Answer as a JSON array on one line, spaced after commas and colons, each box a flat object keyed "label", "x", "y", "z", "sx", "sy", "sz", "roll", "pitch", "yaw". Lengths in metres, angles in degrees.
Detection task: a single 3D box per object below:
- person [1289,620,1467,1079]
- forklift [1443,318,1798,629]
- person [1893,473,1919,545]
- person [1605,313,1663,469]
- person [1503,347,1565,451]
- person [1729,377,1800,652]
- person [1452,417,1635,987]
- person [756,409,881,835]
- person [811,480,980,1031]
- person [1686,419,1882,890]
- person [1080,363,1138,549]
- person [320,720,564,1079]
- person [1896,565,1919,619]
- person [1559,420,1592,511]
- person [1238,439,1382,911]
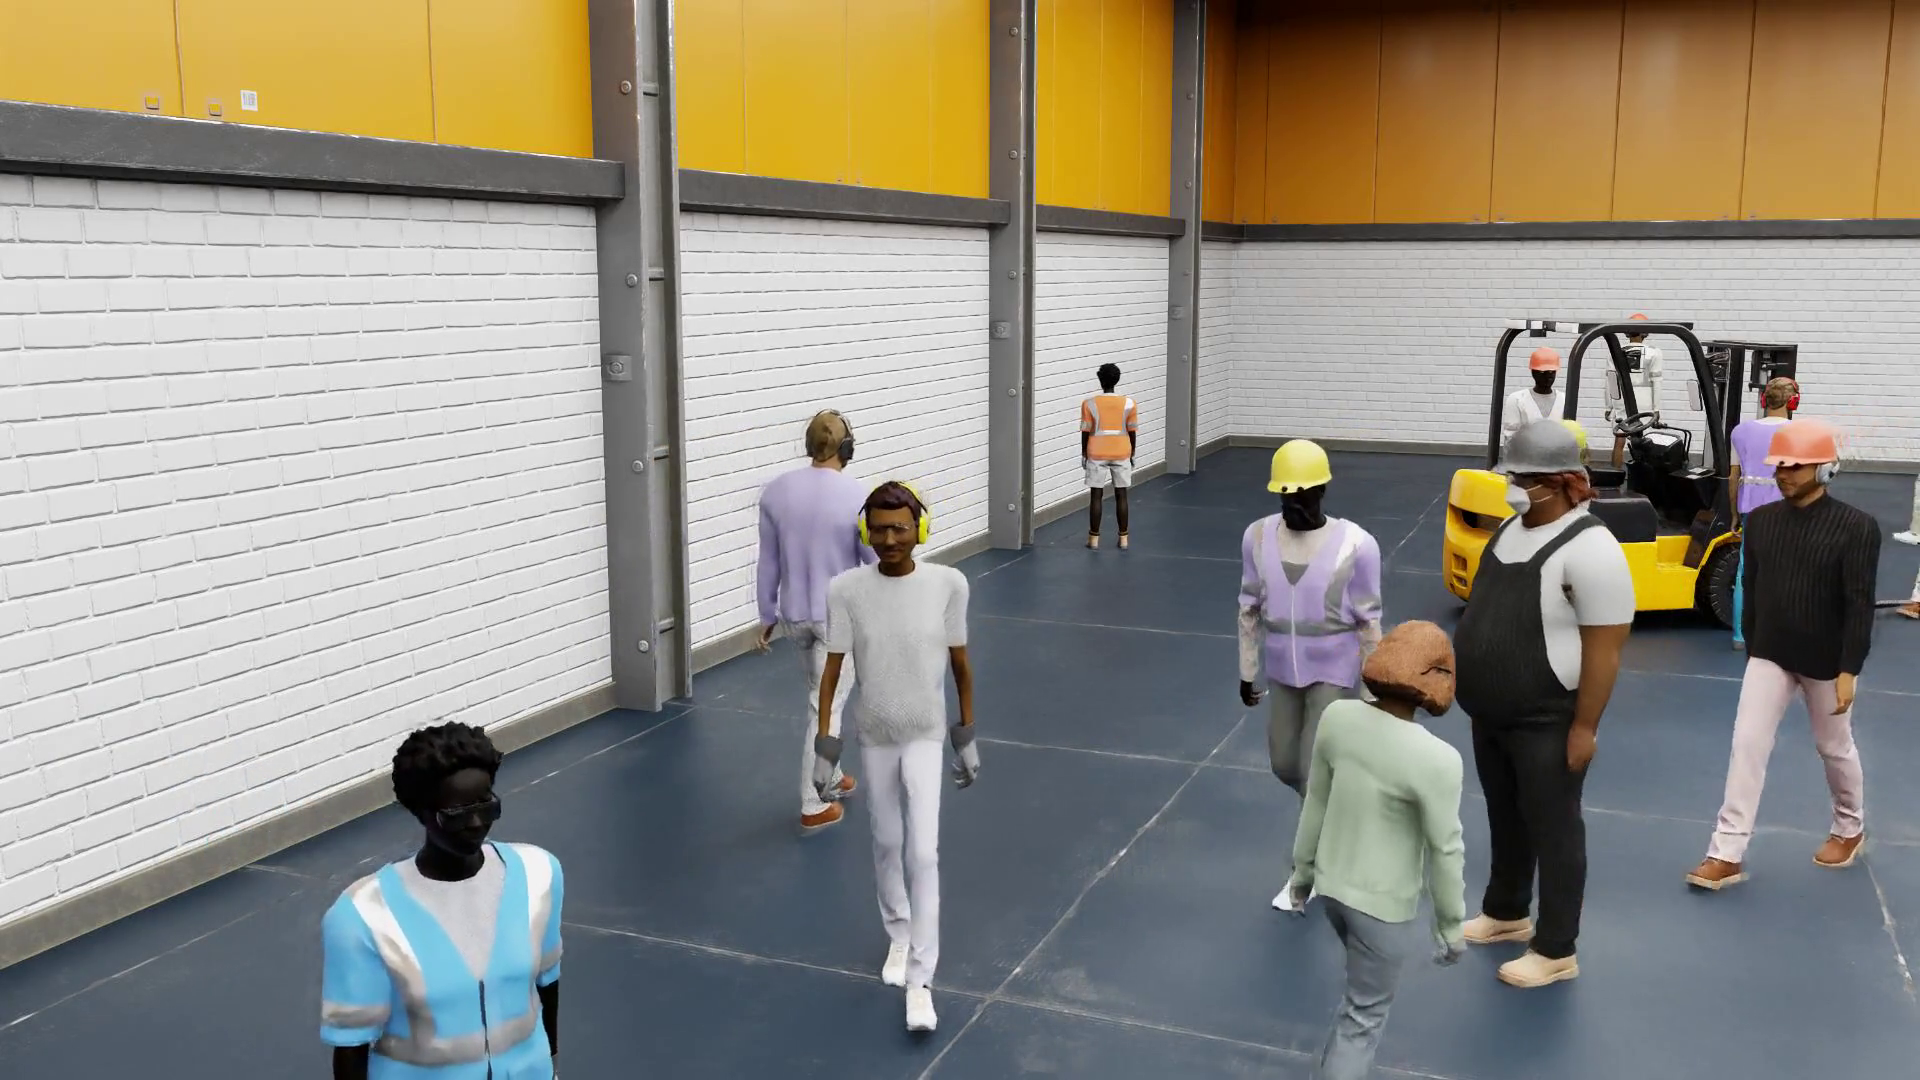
[{"label": "person", "x": 1.159, "y": 1.008, "z": 4.615, "sx": 0.456, "sy": 1.604, "sz": 0.525, "roll": -5, "pitch": 11, "yaw": -28}, {"label": "forklift", "x": 4.706, "y": -0.497, "z": 11.990, "sx": 2.313, "sy": 2.155, "sz": 1.214, "roll": -2, "pitch": 10, "yaw": -10}, {"label": "person", "x": 8.896, "y": -0.840, "z": 15.131, "sx": 0.541, "sy": 1.841, "sz": 0.771, "roll": -2, "pitch": 10, "yaw": -13}, {"label": "person", "x": 7.519, "y": -1.505, "z": 18.586, "sx": 0.605, "sy": 2.035, "sz": 0.385, "roll": 6, "pitch": 11, "yaw": 32}, {"label": "person", "x": 4.533, "y": -0.544, "z": 13.044, "sx": 0.543, "sy": 1.940, "sz": 0.361, "roll": 0, "pitch": 9, "yaw": 0}, {"label": "person", "x": 5.328, "y": -0.148, "z": 10.938, "sx": 0.389, "sy": 1.842, "sz": 0.566, "roll": -8, "pitch": 13, "yaw": -42}, {"label": "person", "x": 2.033, "y": 0.568, "z": 6.001, "sx": 0.537, "sy": 2.000, "sz": 0.688, "roll": -2, "pitch": 10, "yaw": -13}, {"label": "person", "x": -0.548, "y": 0.353, "z": 7.664, "sx": 0.662, "sy": 1.914, "sz": 0.758, "roll": 5, "pitch": 11, "yaw": 28}, {"label": "person", "x": -0.226, "y": 0.722, "z": 5.664, "sx": 0.567, "sy": 1.832, "sz": 0.881, "roll": 0, "pitch": 9, "yaw": 3}, {"label": "person", "x": 3.509, "y": 0.469, "z": 6.912, "sx": 1.014, "sy": 1.953, "sz": 0.618, "roll": -6, "pitch": 11, "yaw": -34}, {"label": "person", "x": 1.346, "y": -0.755, "z": 15.077, "sx": 0.534, "sy": 1.694, "sz": 0.320, "roll": -1, "pitch": 9, "yaw": -4}, {"label": "person", "x": -1.097, "y": 1.167, "z": 3.525, "sx": 0.538, "sy": 1.663, "sz": 0.853, "roll": -8, "pitch": 12, "yaw": -39}, {"label": "person", "x": 7.185, "y": -0.354, "z": 11.939, "sx": 0.949, "sy": 1.919, "sz": 0.630, "roll": -3, "pitch": 10, "yaw": -19}, {"label": "person", "x": 3.442, "y": 0.171, "z": 9.428, "sx": 0.353, "sy": 1.710, "sz": 0.585, "roll": 4, "pitch": 10, "yaw": 24}, {"label": "person", "x": 1.458, "y": 0.509, "z": 6.809, "sx": 0.630, "sy": 1.896, "sz": 0.715, "roll": 7, "pitch": 12, "yaw": 36}]
